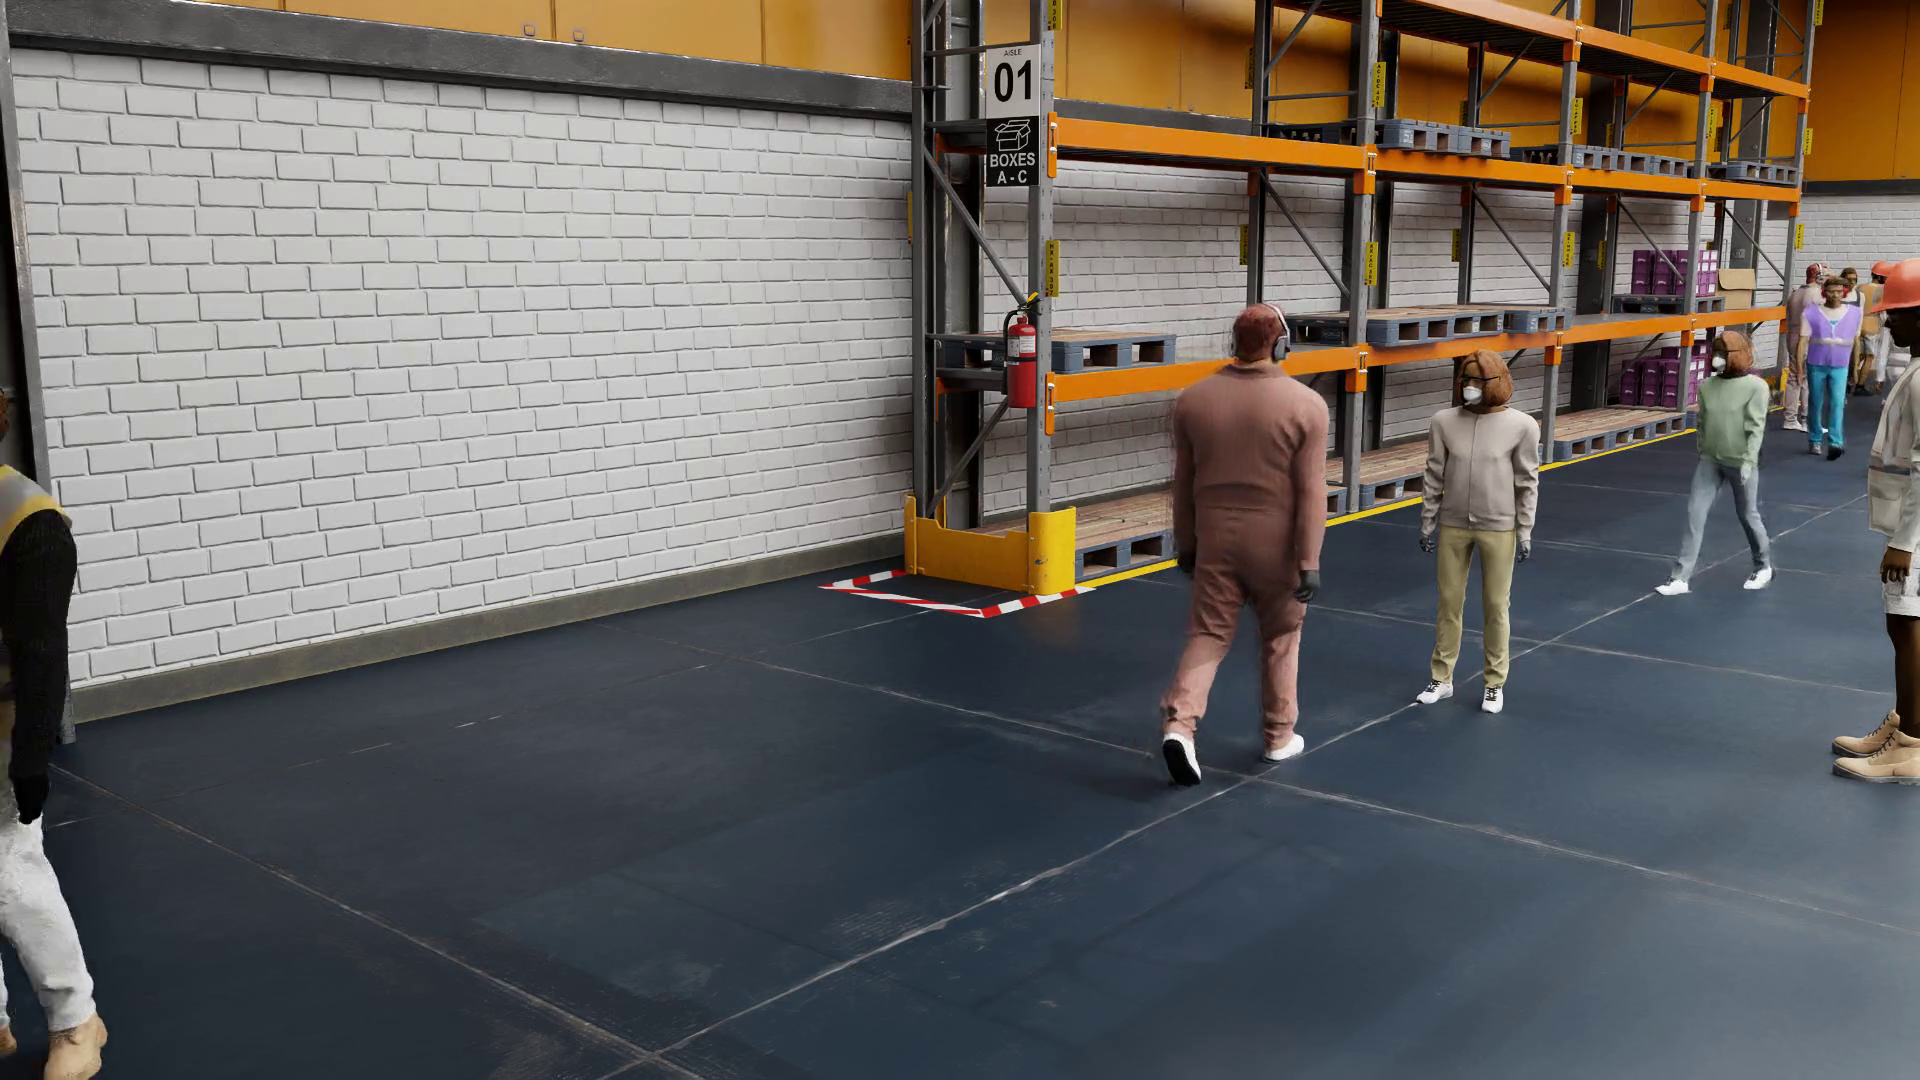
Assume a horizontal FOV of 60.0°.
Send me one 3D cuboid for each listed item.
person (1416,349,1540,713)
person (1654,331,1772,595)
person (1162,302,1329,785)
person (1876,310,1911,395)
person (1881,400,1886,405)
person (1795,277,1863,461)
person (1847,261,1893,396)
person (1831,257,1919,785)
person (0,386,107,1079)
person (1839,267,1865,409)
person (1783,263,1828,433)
[{"bbox_3d":[2.318,-0.040,7.470,0.507,1.631,0.274,6,12,32],"label":"person"},{"bbox_3d":[4.629,-0.463,10.006,0.862,1.589,0.503,-6,12,-31],"label":"person"},{"bbox_3d":[1.097,0.018,6.479,0.657,1.874,0.893,6,12,31],"label":"person"},{"bbox_3d":[8.702,-1.518,15.280,0.910,1.852,0.587,-7,12,-34],"label":"person"},{"bbox_3d":[12.087,-2.551,21.089,0.593,1.865,0.914,-4,11,-19],"label":"person"},{"bbox_3d":[8.579,-1.692,16.433,0.599,1.781,0.981,3,11,19],"label":"person"},{"bbox_3d":[12.653,-2.928,23.187,0.483,1.898,0.596,-4,11,-20],"label":"person"},{"bbox_3d":[3.670,-0.067,6.468,0.380,2.039,0.607,5,11,29],"label":"person"},{"bbox_3d":[-2.459,0.478,4.071,0.669,1.812,0.438,3,11,19],"label":"person"},{"bbox_3d":[11.374,-2.593,21.437,0.518,1.829,0.403,1,10,6],"label":"person"},{"bbox_3d":[9.610,-2.166,18.796,0.400,1.910,0.643,-1,10,-8],"label":"person"}]
